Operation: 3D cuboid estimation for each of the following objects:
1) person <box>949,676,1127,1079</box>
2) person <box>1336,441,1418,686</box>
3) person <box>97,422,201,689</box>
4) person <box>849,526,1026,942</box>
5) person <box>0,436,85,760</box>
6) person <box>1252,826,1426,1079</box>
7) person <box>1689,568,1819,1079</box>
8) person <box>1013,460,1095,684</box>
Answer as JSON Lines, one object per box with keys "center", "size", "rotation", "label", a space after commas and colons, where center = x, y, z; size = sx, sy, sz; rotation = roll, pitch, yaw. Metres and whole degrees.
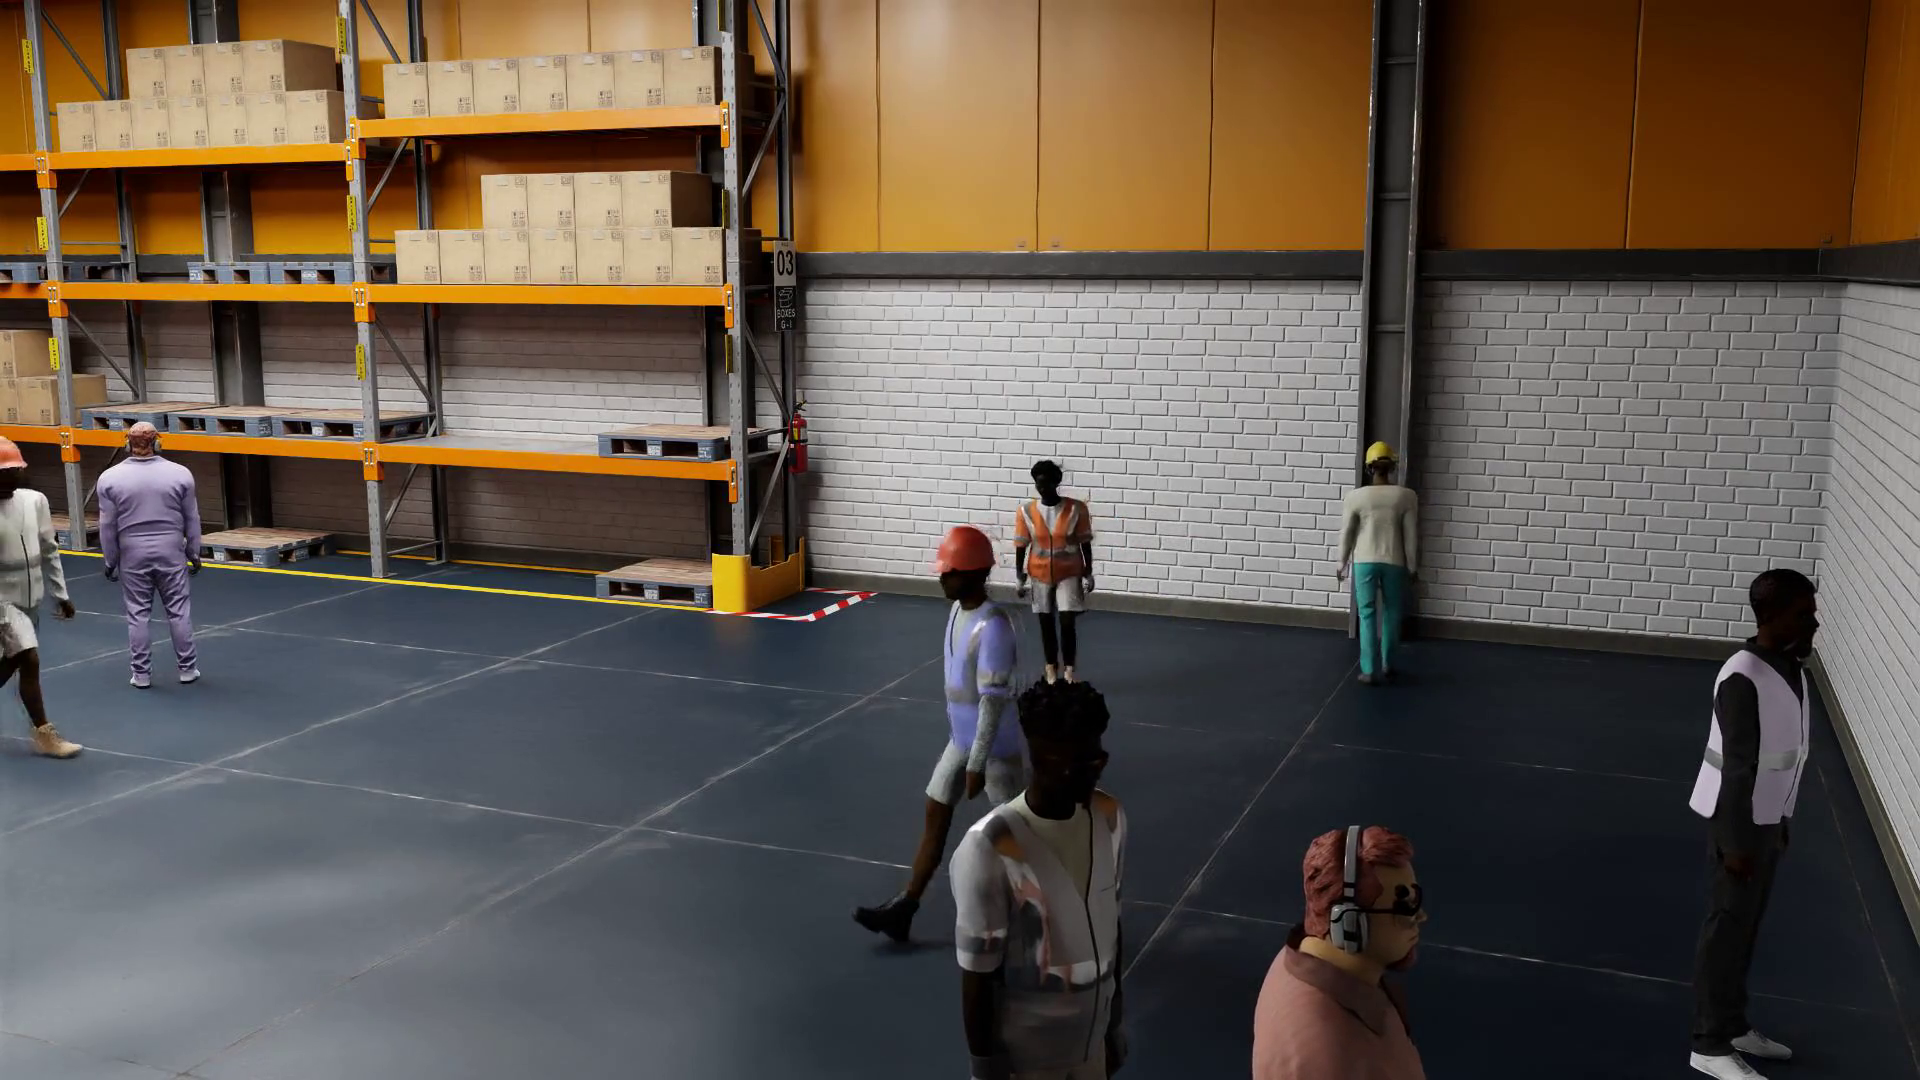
{"center": [0.234, 1.312, 4.448], "size": [0.606, 1.958, 0.375], "rotation": [-9, 13, -44], "label": "person"}
{"center": [3.010, 0.161, 12.029], "size": [0.537, 1.757, 0.498], "rotation": [1, 9, 5], "label": "person"}
{"center": [-5.778, 0.107, 11.899], "size": [0.652, 1.906, 0.402], "rotation": [-5, 11, -28], "label": "person"}
{"center": [0.022, 0.876, 7.310], "size": [0.996, 1.879, 0.566], "rotation": [-4, 10, -23], "label": "person"}
{"center": [-5.904, 0.339, 10.256], "size": [1.046, 2.000, 0.606], "rotation": [3, 10, 18], "label": "person"}
{"center": [0.792, 1.507, 3.412], "size": [0.407, 1.910, 0.639], "rotation": [2, 10, 10], "label": "person"}
{"center": [2.942, 1.044, 6.184], "size": [0.398, 1.920, 0.589], "rotation": [8, 12, 40], "label": "person"}
{"center": [0.649, 0.265, 11.639], "size": [0.566, 1.667, 0.518], "rotation": [2, 10, 14], "label": "person"}
